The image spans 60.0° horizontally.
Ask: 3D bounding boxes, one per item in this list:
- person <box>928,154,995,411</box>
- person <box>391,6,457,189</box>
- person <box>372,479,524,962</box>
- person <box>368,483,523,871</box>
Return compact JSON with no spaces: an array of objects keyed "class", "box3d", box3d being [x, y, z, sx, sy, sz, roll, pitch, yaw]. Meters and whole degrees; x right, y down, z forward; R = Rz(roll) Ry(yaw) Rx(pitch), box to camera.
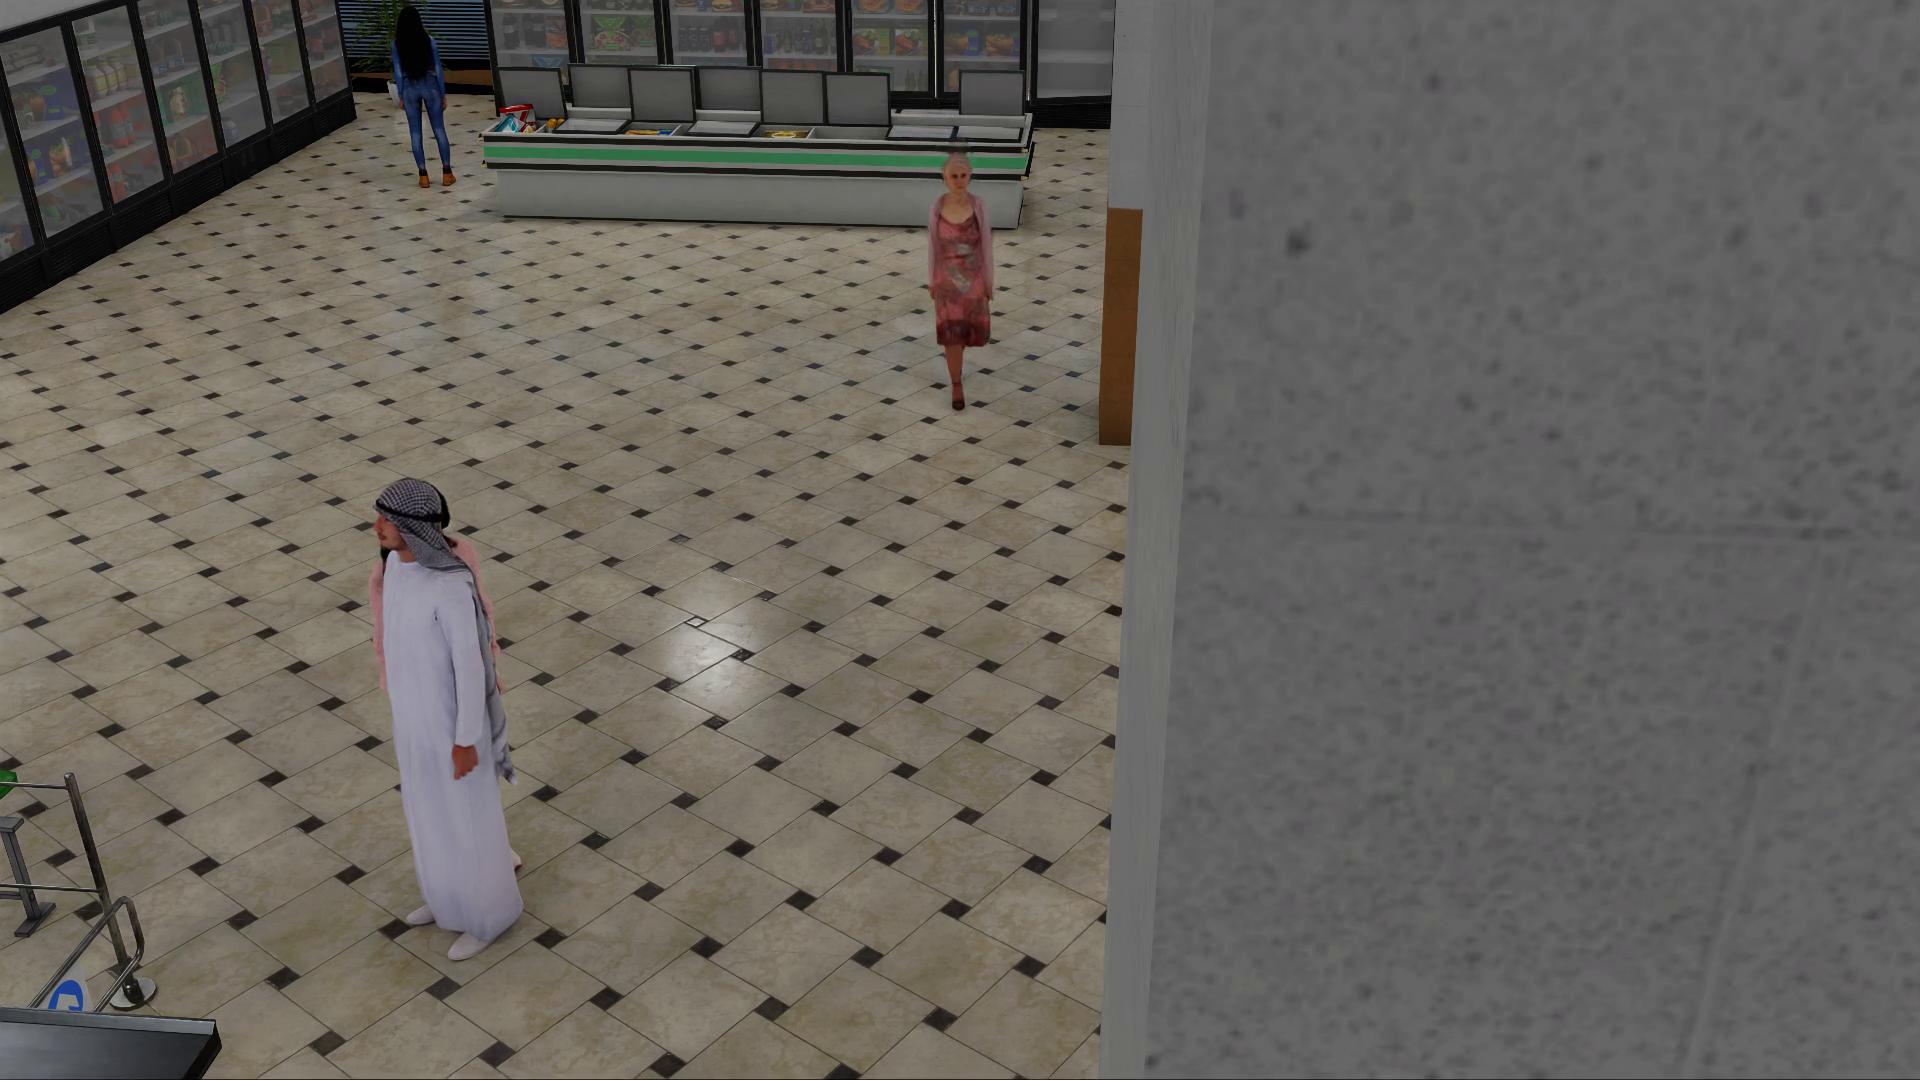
[{"class":"person","box3d":[-0.011,-1.760,11.186,0.964,1.669,0.789,-3,27,-6]},{"class":"person","box3d":[-5.220,-4.295,16.137,0.564,1.712,0.723,-6,28,-12]},{"class":"person","box3d":[-1.913,0.653,6.143,0.781,1.926,0.858,24,35,38]},{"class":"person","box3d":[-2.022,0.562,6.496,0.712,1.769,0.772,-21,34,-35]}]
